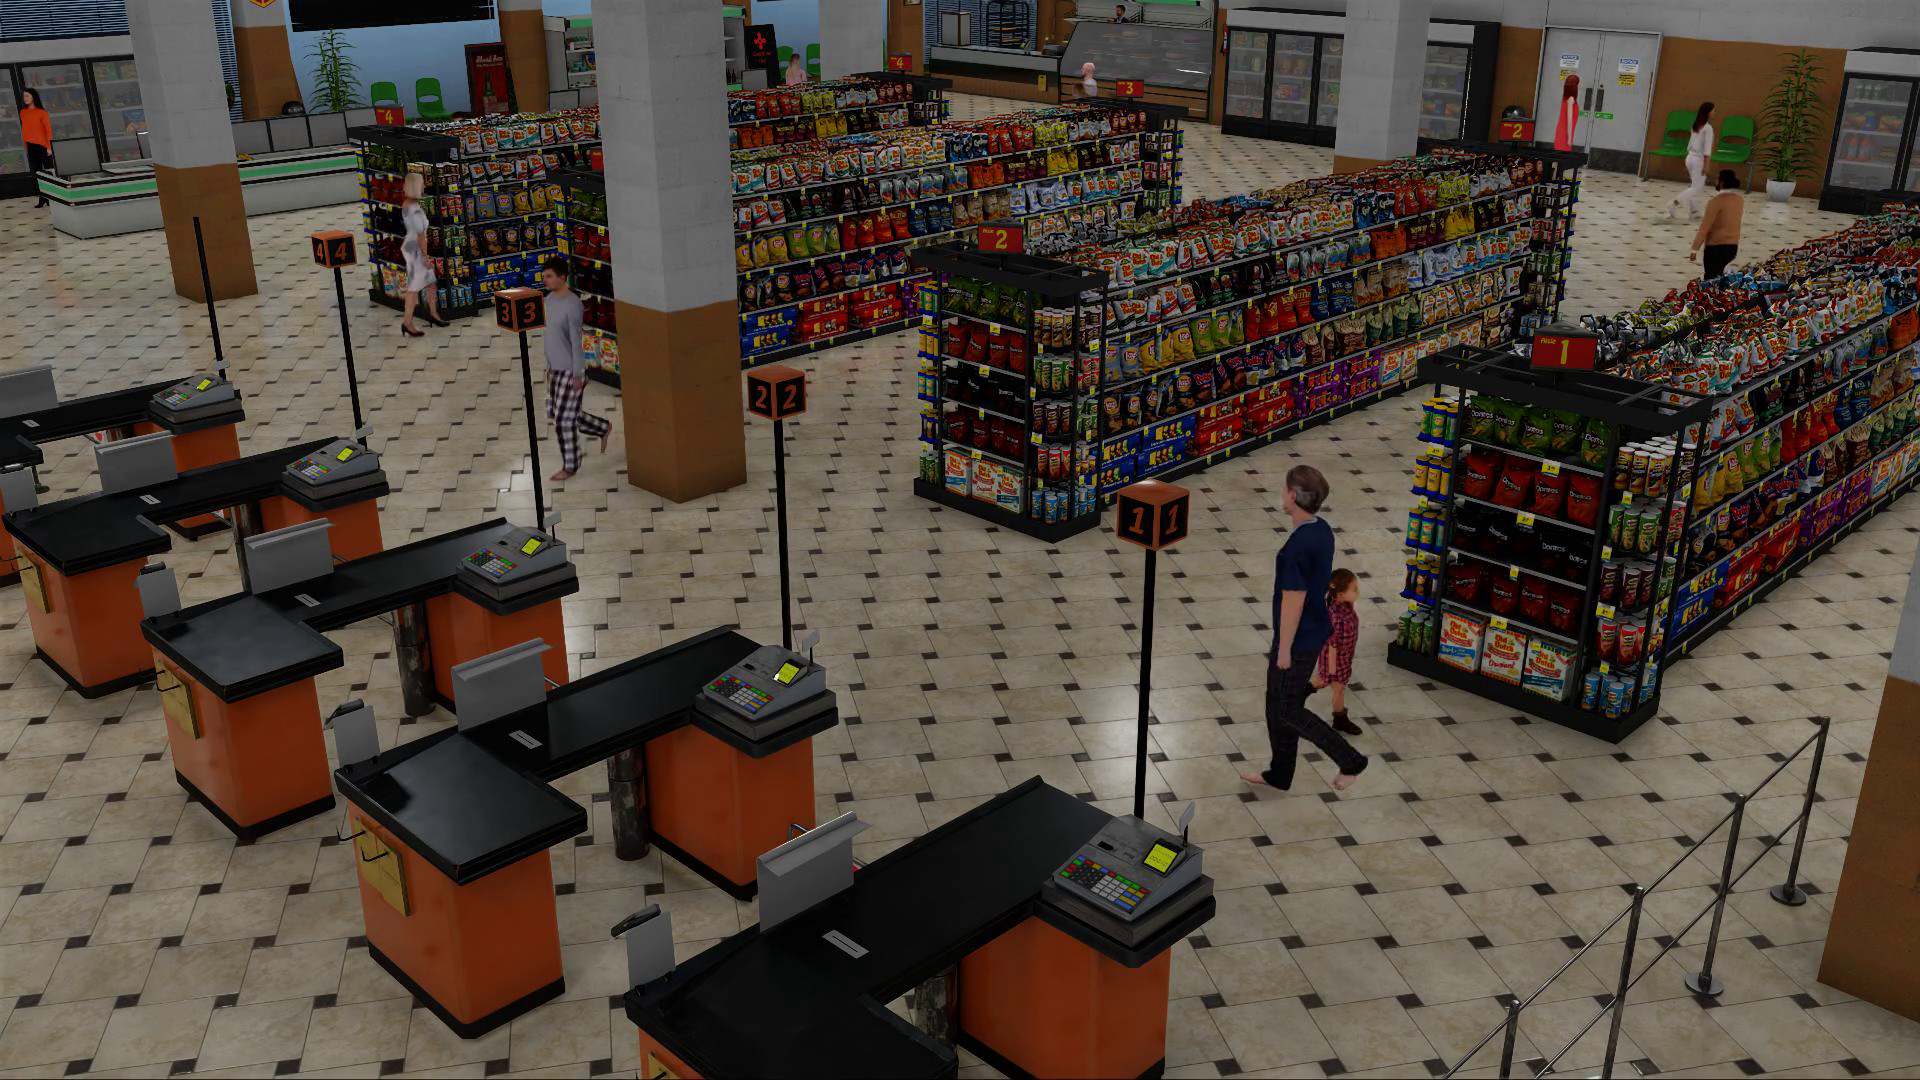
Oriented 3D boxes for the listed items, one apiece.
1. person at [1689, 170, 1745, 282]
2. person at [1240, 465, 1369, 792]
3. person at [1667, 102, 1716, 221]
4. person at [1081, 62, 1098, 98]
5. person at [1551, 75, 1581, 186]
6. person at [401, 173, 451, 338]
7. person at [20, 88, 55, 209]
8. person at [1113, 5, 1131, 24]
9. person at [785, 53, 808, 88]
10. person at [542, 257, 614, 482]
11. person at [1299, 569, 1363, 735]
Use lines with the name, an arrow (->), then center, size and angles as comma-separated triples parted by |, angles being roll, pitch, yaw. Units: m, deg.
person -> 8.263, -3.093, 17.963 | 0.881, 1.731, 0.865 | -12, 25, -28
person -> 1.878, 0.536, 8.788 | 0.930, 1.837, 0.966 | 8, 23, 20
person -> 10.468, -5.378, 23.727 | 1.040, 1.673, 0.912 | -4, 22, -11
person -> 2.079, -6.890, 27.270 | 0.822, 1.838, 0.738 | 2, 22, 6
person -> 9.324, -6.244, 25.677 | 0.728, 1.827, 0.640 | 3, 22, 7
person -> -5.921, -3.048, 17.864 | 0.854, 1.722, 0.721 | -10, 24, -24
person -> -13.711, -5.842, 24.780 | 0.710, 1.748, 0.729 | 5, 22, 11
person -> 3.711, -11.415, 38.494 | 0.629, 1.866, 0.549 | 20, 30, 41
person -> -2.942, -7.930, 30.060 | 0.653, 1.687, 0.626 | 12, 25, 28
person -> -3.157, -1.417, 13.661 | 0.921, 1.828, 0.631 | -19, 29, -39
person -> 2.150, 0.633, 9.655 | 0.608, 1.011, 0.666 | 11, 24, 25
